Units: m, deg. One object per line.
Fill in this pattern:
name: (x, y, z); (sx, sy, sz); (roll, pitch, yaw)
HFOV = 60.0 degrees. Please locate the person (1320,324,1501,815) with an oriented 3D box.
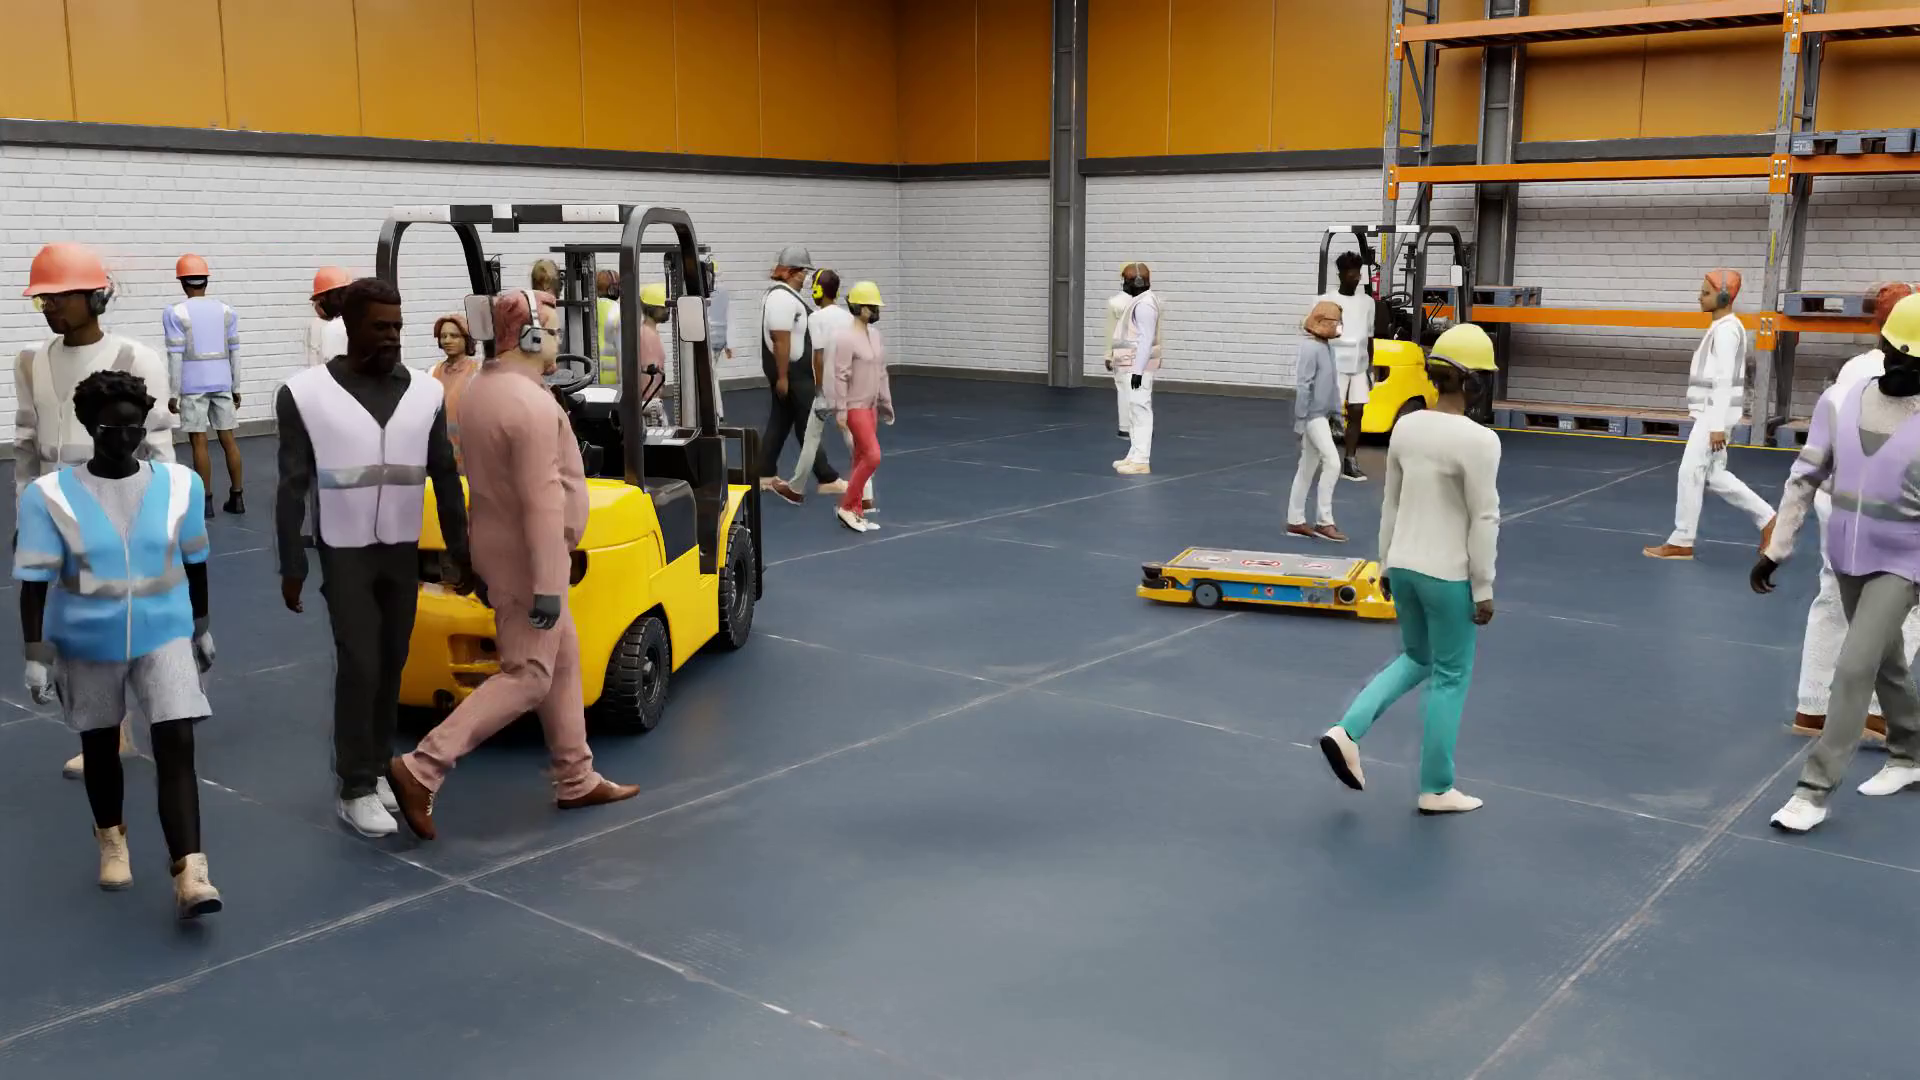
person: (1.632, 0.118, 5.872); (0.549, 1.752, 0.519); (-4, 11, -22)

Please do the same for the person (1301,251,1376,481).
person: (3.255, -1.492, 14.224); (0.614, 1.944, 0.693); (-4, 11, -20)

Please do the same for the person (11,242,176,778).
person: (-3.298, -0.116, 6.375); (0.620, 2.027, 0.495); (3, 11, 15)

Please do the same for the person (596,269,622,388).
person: (-2.959, -1.371, 13.991); (0.620, 1.795, 0.964); (5, 11, 25)

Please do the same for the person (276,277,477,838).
person: (-2.015, 0.049, 5.797); (0.618, 1.897, 0.624); (10, 14, 43)

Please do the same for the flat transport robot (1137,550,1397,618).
flat transport robot: (1.775, 0.226, 9.352); (1.431, 0.197, 0.652); (4, 11, 21)

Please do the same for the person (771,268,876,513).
person: (-1.012, -1.116, 12.525); (1.020, 1.817, 0.547); (9, 13, 40)

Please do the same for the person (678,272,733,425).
person: (-2.870, -2.182, 18.419); (0.744, 1.801, 0.601); (7, 12, 34)

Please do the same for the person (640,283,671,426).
person: (-2.372, -1.015, 12.186); (0.739, 1.732, 0.545); (-1, 10, -8)

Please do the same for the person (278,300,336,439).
person: (-6.110, -1.580, 15.762); (0.830, 1.579, 0.508); (3, 11, 17)

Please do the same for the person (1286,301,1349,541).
person: (2.493, -0.797, 11.249); (0.598, 1.612, 0.514); (5, 12, 28)

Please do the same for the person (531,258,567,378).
person: (-2.835, -0.942, 11.292); (0.629, 1.920, 0.665); (3, 11, 18)

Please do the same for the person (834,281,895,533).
person: (-0.676, -0.912, 11.569); (0.410, 1.753, 0.531); (4, 11, 21)

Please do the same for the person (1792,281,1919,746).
person: (3.700, -0.089, 6.666); (0.584, 1.866, 0.599); (1, 10, 5)

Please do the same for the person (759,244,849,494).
person: (-1.291, -1.385, 13.373); (0.842, 2.000, 0.700); (-1, 10, -7)

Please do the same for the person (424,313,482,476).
person: (-2.702, -0.403, 9.027); (0.523, 1.645, 0.306); (5, 11, 25)

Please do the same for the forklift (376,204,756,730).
forklift: (-1.766, -0.406, 7.525); (1.214, 2.155, 2.313); (1, 10, 7)

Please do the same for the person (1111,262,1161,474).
person: (1.539, -1.501, 14.576); (0.429, 1.841, 0.625); (0, 10, 1)

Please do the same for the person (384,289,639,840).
person: (-1.561, 0.083, 5.714); (0.847, 1.877, 0.643); (-6, 12, -31)

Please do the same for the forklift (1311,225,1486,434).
forklift: (4.449, -2.115, 16.993); (1.214, 2.155, 2.313); (8, 13, 38)

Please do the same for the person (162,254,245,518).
person: (-5.584, -1.132, 12.265); (0.375, 1.933, 0.550); (8, 13, 39)

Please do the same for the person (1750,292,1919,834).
person: (3.231, 0.071, 5.814); (0.967, 1.864, 0.608); (-4, 11, -23)

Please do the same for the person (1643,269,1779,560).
person: (4.831, -0.769, 10.474); (0.790, 1.860, 0.582); (4, 11, 23)

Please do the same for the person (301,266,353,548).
person: (-3.881, -0.836, 10.813); (1.024, 1.878, 0.589); (1, 10, 7)

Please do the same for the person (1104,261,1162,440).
person: (1.748, -1.913, 16.896); (0.613, 1.821, 0.438); (-2, 10, -13)

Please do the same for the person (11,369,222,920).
person: (-2.494, 0.321, 4.977); (0.553, 1.643, 0.884); (-7, 12, -33)
